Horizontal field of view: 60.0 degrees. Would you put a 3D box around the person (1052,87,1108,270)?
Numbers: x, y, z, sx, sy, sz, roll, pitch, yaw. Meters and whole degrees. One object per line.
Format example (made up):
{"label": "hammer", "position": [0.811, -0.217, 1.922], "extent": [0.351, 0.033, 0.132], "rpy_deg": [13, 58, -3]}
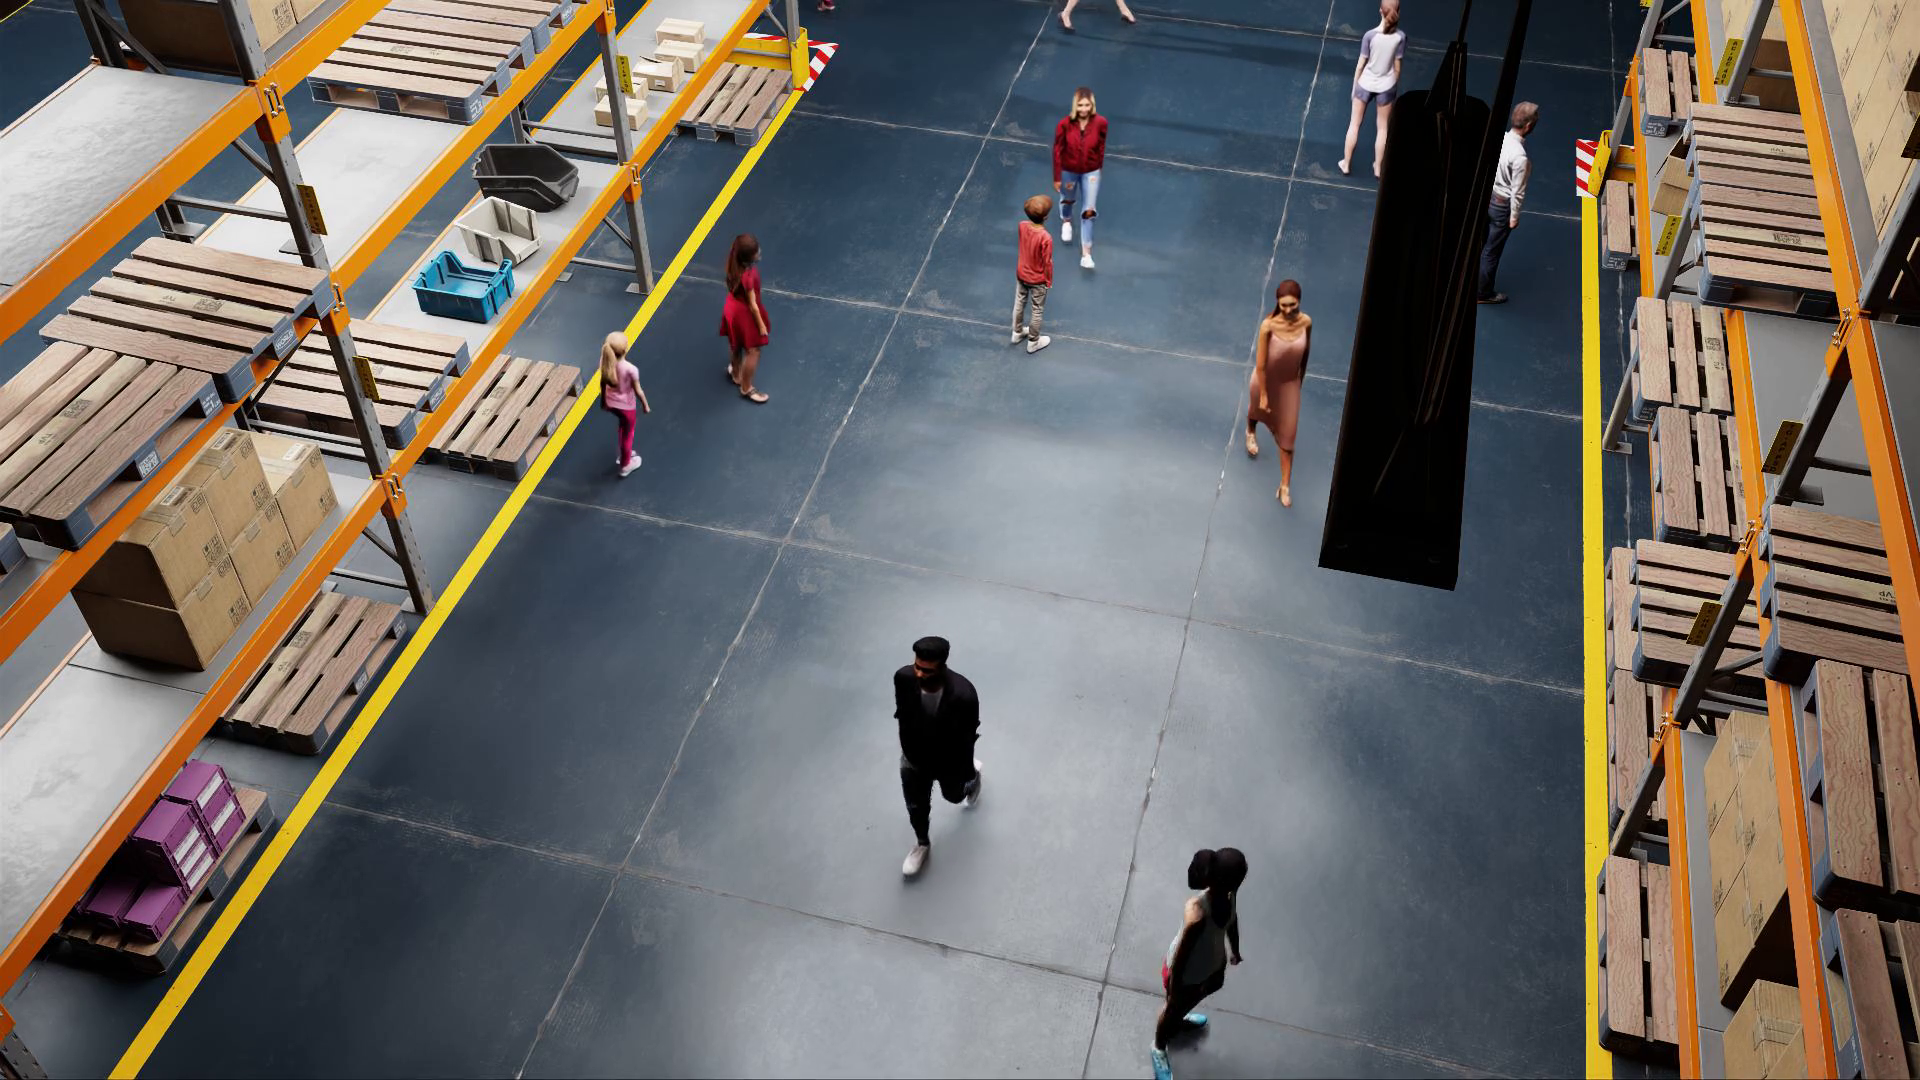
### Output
{"label": "person", "position": [1.022, -3.225, 14.492], "extent": [0.841, 1.580, 1.151], "rpy_deg": [-2, 44, -2]}

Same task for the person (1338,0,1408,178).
{"label": "person", "position": [3.837, -4.185, 15.366], "extent": [0.594, 1.764, 0.583], "rpy_deg": [5, 44, 6]}

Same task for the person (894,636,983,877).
{"label": "person", "position": [-0.092, 1.163, 9.737], "extent": [0.819, 1.785, 1.115], "rpy_deg": [19, 47, 19]}

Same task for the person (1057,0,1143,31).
{"label": "person", "position": [1.366, -6.135, 17.426], "extent": [0.871, 1.745, 1.136], "rpy_deg": [2, 44, 2]}

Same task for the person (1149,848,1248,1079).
{"label": "person", "position": [1.230, 2.186, 8.681], "extent": [0.638, 1.760, 0.781], "rpy_deg": [-23, 48, -22]}

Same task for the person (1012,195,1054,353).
{"label": "person", "position": [0.583, -2.170, 13.503], "extent": [0.577, 1.415, 0.596], "rpy_deg": [33, 53, 30]}

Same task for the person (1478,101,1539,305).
{"label": "person", "position": [4.506, -2.824, 13.900], "extent": [0.799, 1.816, 0.701], "rpy_deg": [-14, 45, -15]}

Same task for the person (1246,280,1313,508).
{"label": "person", "position": [2.271, -1.196, 12.224], "extent": [0.922, 1.769, 1.248], "rpy_deg": [-7, 44, -7]}

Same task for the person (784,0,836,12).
{"label": "person", "position": [-1.628, -6.381, 17.920], "extent": [1.007, 1.419, 0.933], "rpy_deg": [-34, 53, -31]}

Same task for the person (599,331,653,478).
{"label": "person", "position": [-2.547, -0.978, 12.362], "extent": [0.557, 1.264, 0.560], "rpy_deg": [20, 47, 19]}

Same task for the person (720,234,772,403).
{"label": "person", "position": [-1.737, -1.806, 13.037], "extent": [0.889, 1.532, 0.814], "rpy_deg": [-29, 51, -27]}
